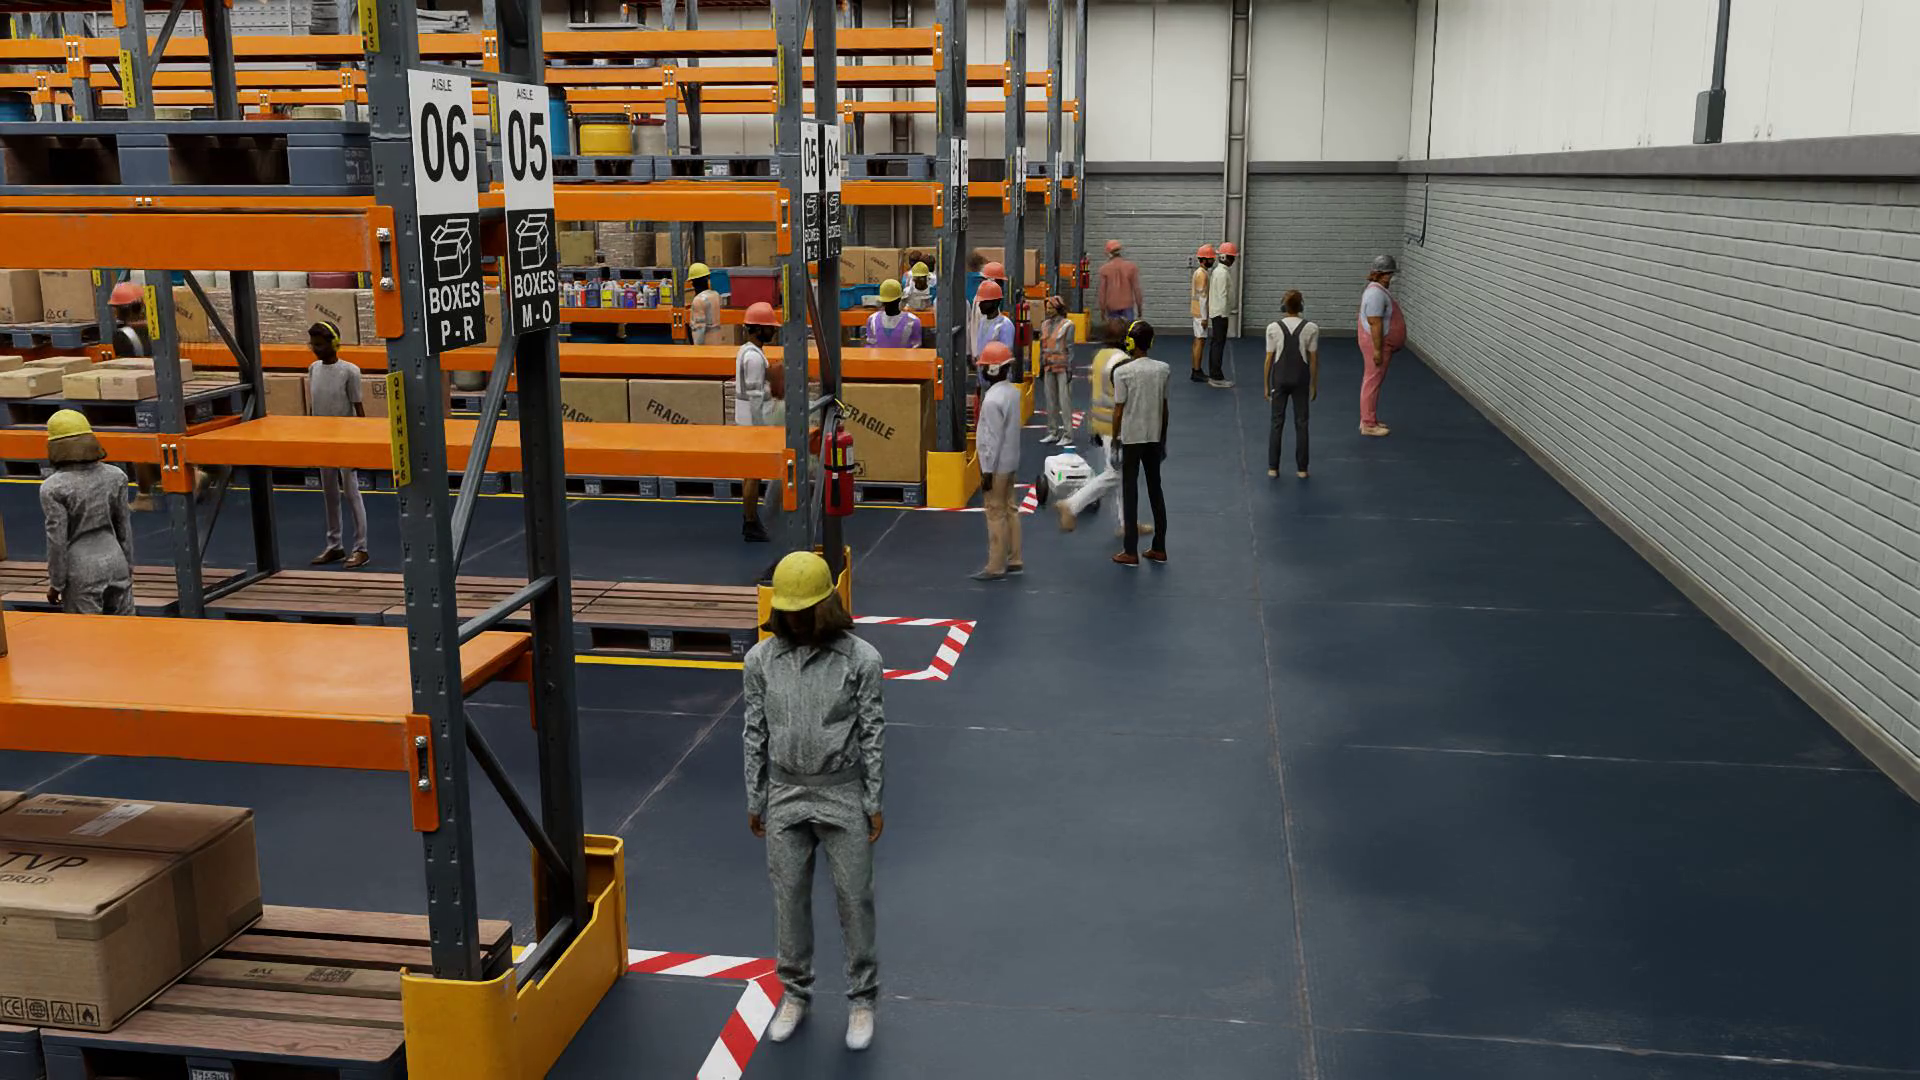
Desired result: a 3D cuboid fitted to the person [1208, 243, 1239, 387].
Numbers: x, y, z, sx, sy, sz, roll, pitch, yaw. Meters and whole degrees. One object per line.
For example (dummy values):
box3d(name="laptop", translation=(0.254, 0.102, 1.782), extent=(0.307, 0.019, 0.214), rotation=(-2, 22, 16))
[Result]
box3d(name="person", translation=(3.648, -3.122, 23.089), extent=(0.391, 1.986, 0.608), rotation=(0, 12, 2))

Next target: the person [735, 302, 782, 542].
box3d(name="person", translation=(-1.614, -0.947, 13.411), extent=(0.388, 1.930, 0.544), rotation=(-3, 13, -11))

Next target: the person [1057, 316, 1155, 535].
box3d(name="person", translation=(1.196, -0.896, 13.429), extent=(0.805, 1.814, 0.638), rotation=(-2, 13, -9))

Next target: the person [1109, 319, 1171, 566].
box3d(name="person", translation=(1.364, -0.730, 12.595), extent=(0.508, 1.860, 0.333), rotation=(-6, 14, -25))

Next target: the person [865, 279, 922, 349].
box3d(name="person", translation=(-0.668, -1.612, 16.425), extent=(0.585, 1.920, 0.373), rotation=(4, 13, 16))

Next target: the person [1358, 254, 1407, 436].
box3d(name="person", translation=(4.790, -2.218, 18.886), extent=(0.536, 2.000, 0.688), rotation=(2, 13, 11))

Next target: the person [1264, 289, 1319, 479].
box3d(name="person", translation=(3.204, -1.503, 16.131), extent=(0.510, 1.838, 0.335), rotation=(3, 13, 13))

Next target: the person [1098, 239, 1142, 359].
box3d(name="person", translation=(2.401, -3.510, 24.919), extent=(0.682, 1.952, 0.653), rotation=(0, 12, -2))

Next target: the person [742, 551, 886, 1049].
box3d(name="person", translation=(-0.495, 0.877, 5.621), extent=(0.491, 1.733, 0.317), rotation=(2, 13, 8))

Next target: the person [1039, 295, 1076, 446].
box3d(name="person", translation=(1.062, -1.848, 18.155), extent=(0.312, 1.632, 0.526), rotation=(-11, 16, -40))

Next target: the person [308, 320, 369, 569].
box3d(name="person", translation=(-4.692, -0.712, 12.490), extent=(0.516, 1.865, 0.329), rotation=(5, 13, 22))

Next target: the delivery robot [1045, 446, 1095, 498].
box3d(name="delivery robot", translation=(0.967, -0.587, 14.691), extent=(0.477, 0.478, 0.707), rotation=(-1, 13, -6))

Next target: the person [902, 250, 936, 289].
box3d(name="person", translation=(-0.611, -3.255, 24.037), extent=(0.620, 1.838, 0.430), rotation=(-10, 16, -39))

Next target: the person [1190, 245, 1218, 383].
box3d(name="person", translation=(3.459, -3.207, 23.585), extent=(0.357, 1.937, 0.551), rotation=(0, 12, 2))

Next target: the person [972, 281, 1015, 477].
box3d(name="person", translation=(0.302, -1.532, 16.055), extent=(0.392, 1.929, 0.545), rotation=(-8, 15, -31))

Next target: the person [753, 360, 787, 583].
box3d(name="person", translation=(-1.318, -0.494, 12.069), extent=(0.420, 1.624, 0.560), rotation=(1, 13, 4))

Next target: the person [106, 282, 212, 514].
box3d(name="person", translation=(-6.984, -1.215, 14.396), extent=(0.716, 2.029, 0.616), rotation=(2, 13, 9))

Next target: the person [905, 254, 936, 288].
box3d(name="person", translation=(-0.442, -3.013, 22.929), extent=(0.621, 1.845, 0.429), rotation=(8, 15, 32))

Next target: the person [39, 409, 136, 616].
box3d(name="person", translation=(-4.595, 0.175, 8.779), extent=(0.307, 1.736, 0.484), rotation=(6, 14, 26))

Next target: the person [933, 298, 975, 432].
box3d(name="person", translation=(-0.037, -2.189, 19.050), extent=(0.411, 1.913, 0.643), rotation=(-7, 14, -29))

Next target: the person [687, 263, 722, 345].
box3d(name="person", translation=(-2.954, -2.239, 19.255), extent=(0.373, 1.920, 0.585), rotation=(3, 13, 12))

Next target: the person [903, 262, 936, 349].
box3d(name="person", translation=(-0.491, -2.610, 21.128), extent=(0.597, 1.831, 0.403), rotation=(1, 13, 7))

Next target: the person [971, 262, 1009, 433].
box3d(name="person", translation=(0.326, -2.062, 18.328), extent=(0.411, 1.980, 0.631), rotation=(-3, 13, -13))

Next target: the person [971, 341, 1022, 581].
box3d(name="person", translation=(0.260, -0.574, 12.120), extent=(0.339, 1.749, 0.570), rotation=(4, 13, 17))
